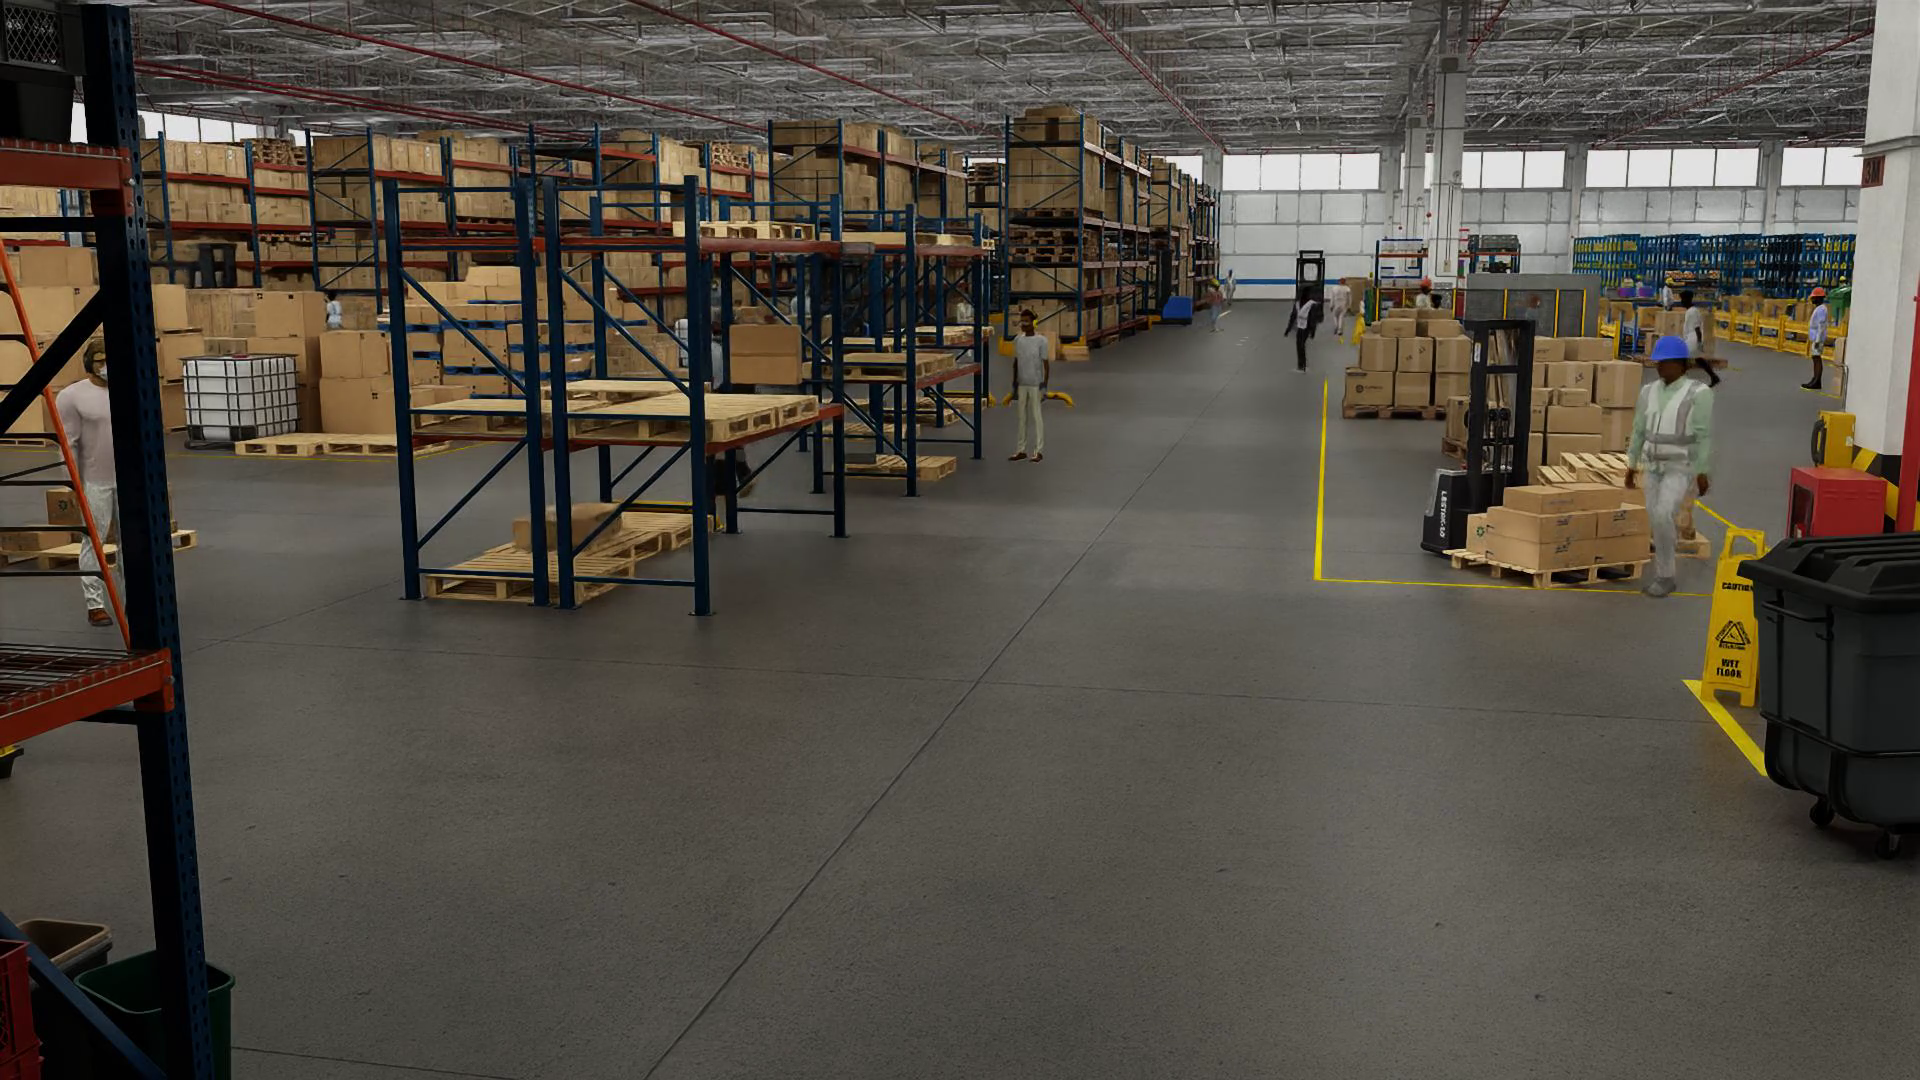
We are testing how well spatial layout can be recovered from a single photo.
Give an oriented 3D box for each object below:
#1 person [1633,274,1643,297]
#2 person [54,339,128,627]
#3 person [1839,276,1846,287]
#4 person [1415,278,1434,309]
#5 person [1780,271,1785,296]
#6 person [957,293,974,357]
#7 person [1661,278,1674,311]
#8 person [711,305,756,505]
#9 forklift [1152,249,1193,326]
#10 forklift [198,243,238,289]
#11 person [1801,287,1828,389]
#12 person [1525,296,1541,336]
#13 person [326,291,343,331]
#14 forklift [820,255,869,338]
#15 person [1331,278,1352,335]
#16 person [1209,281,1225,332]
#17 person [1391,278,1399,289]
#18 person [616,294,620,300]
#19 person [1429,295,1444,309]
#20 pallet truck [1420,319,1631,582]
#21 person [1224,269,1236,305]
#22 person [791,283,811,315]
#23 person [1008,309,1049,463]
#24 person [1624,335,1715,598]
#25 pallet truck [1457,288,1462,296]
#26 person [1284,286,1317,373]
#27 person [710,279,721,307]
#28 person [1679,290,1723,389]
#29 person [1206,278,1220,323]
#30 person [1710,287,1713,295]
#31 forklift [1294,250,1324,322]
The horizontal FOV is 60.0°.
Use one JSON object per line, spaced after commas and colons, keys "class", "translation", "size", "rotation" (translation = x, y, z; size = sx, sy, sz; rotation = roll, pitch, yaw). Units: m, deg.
{"class": "person", "translation": [29.420, -10.621, 72.238], "size": [0.434, 1.814, 0.605], "rotation": [3, 10, 15]}
{"class": "person", "translation": [-5.785, -0.396, 11.333], "size": [0.371, 1.941, 0.627], "rotation": [7, 12, 37]}
{"class": "person", "translation": [37.218, -10.256, 70.224], "size": [0.308, 1.772, 0.526], "rotation": [0, 10, 0]}
{"class": "person", "translation": [10.962, -5.160, 39.297], "size": [0.467, 2.021, 0.615], "rotation": [7, 12, 35]}
{"class": "person", "translation": [39.460, -12.007, 79.786], "size": [0.393, 2.041, 0.614], "rotation": [2, 10, 9]}
{"class": "person", "translation": [0.159, -5.454, 42.195], "size": [0.537, 1.619, 0.490], "rotation": [-1, 10, -9]}
{"class": "person", "translation": [24.684, -8.226, 58.063], "size": [0.403, 1.820, 0.598], "rotation": [6, 11, 33]}
{"class": "person", "translation": [-2.428, -1.378, 16.848], "size": [0.539, 2.000, 0.695], "rotation": [8, 13, 41]}
{"class": "forklift", "translation": [7.646, -9.320, 61.395], "size": [1.873, 2.768, 1.129], "rotation": [2, 10, 11]}
{"class": "forklift", "translation": [-16.276, -5.151, 36.706], "size": [1.873, 2.768, 1.129], "rotation": [2, 10, 12]}
{"class": "person", "translation": [16.392, -3.860, 31.848], "size": [0.373, 1.939, 0.545], "rotation": [4, 10, 21]}
{"class": "person", "translation": [13.446, -4.875, 38.801], "size": [0.752, 1.601, 0.532], "rotation": [8, 13, 40]}
{"class": "person", "translation": [-16.403, -5.679, 43.458], "size": [0.860, 1.644, 0.551], "rotation": [1, 10, 6]}
{"class": "forklift", "translation": [-2.473, -4.857, 34.965], "size": [1.129, 2.768, 1.873], "rotation": [2, 10, 12]}
{"class": "person", "translation": [12.529, -7.672, 54.640], "size": [0.660, 1.854, 1.013], "rotation": [3, 10, 19]}
{"class": "person", "translation": [8.791, -7.935, 56.603], "size": [0.528, 1.733, 0.845], "rotation": [-7, 12, -35]}
{"class": "person", "translation": [21.860, -12.420, 83.424], "size": [0.523, 1.638, 0.310], "rotation": [2, 10, 10]}
{"class": "person", "translation": [-8.440, -5.239, 40.928], "size": [0.524, 1.631, 0.319], "rotation": [0, 10, 0]}
{"class": "person", "translation": [10.944, -4.788, 38.162], "size": [0.563, 1.644, 0.869], "rotation": [-4, 10, -22]}
{"class": "pallet truck", "translation": [4.543, -0.757, 13.299], "size": [0.823, 1.965, 1.885], "rotation": [-4, 10, -22]}
{"class": "person", "translation": [14.418, -13.492, 88.927], "size": [0.645, 1.917, 0.815], "rotation": [3, 10, 18]}
{"class": "person", "translation": [-3.567, -4.915, 38.127], "size": [0.632, 1.945, 0.397], "rotation": [-7, 12, -37]}
{"class": "person", "translation": [0.852, -1.878, 20.316], "size": [0.514, 1.872, 0.332], "rotation": [7, 12, 34]}
{"class": "person", "translation": [5.116, -0.527, 12.142], "size": [0.607, 1.923, 0.642], "rotation": [-5, 11, -25]}
{"class": "pallet truck", "translation": [20.506, -9.785, 68.819], "size": [0.653, 1.274, 1.630], "rotation": [2, 10, 12]}
{"class": "person", "translation": [7.361, -4.557, 36.122], "size": [0.617, 1.893, 0.656], "rotation": [-4, 10, -23]}
{"class": "person", "translation": [-6.961, -6.419, 47.102], "size": [0.641, 1.905, 0.888], "rotation": [-1, 10, -9]}
{"class": "person", "translation": [14.020, -3.788, 31.551], "size": [0.965, 1.908, 0.640], "rotation": [3, 10, 19]}
{"class": "person", "translation": [9.883, -9.362, 64.946], "size": [0.540, 1.754, 0.462], "rotation": [1, 10, 8]}
{"class": "person", "translation": [40.187, -13.405, 88.980], "size": [0.715, 1.732, 0.571], "rotation": [3, 10, 17]}
{"class": "forklift", "translation": [13.778, -10.002, 65.433], "size": [1.129, 2.768, 1.873], "rotation": [2, 10, 12]}
